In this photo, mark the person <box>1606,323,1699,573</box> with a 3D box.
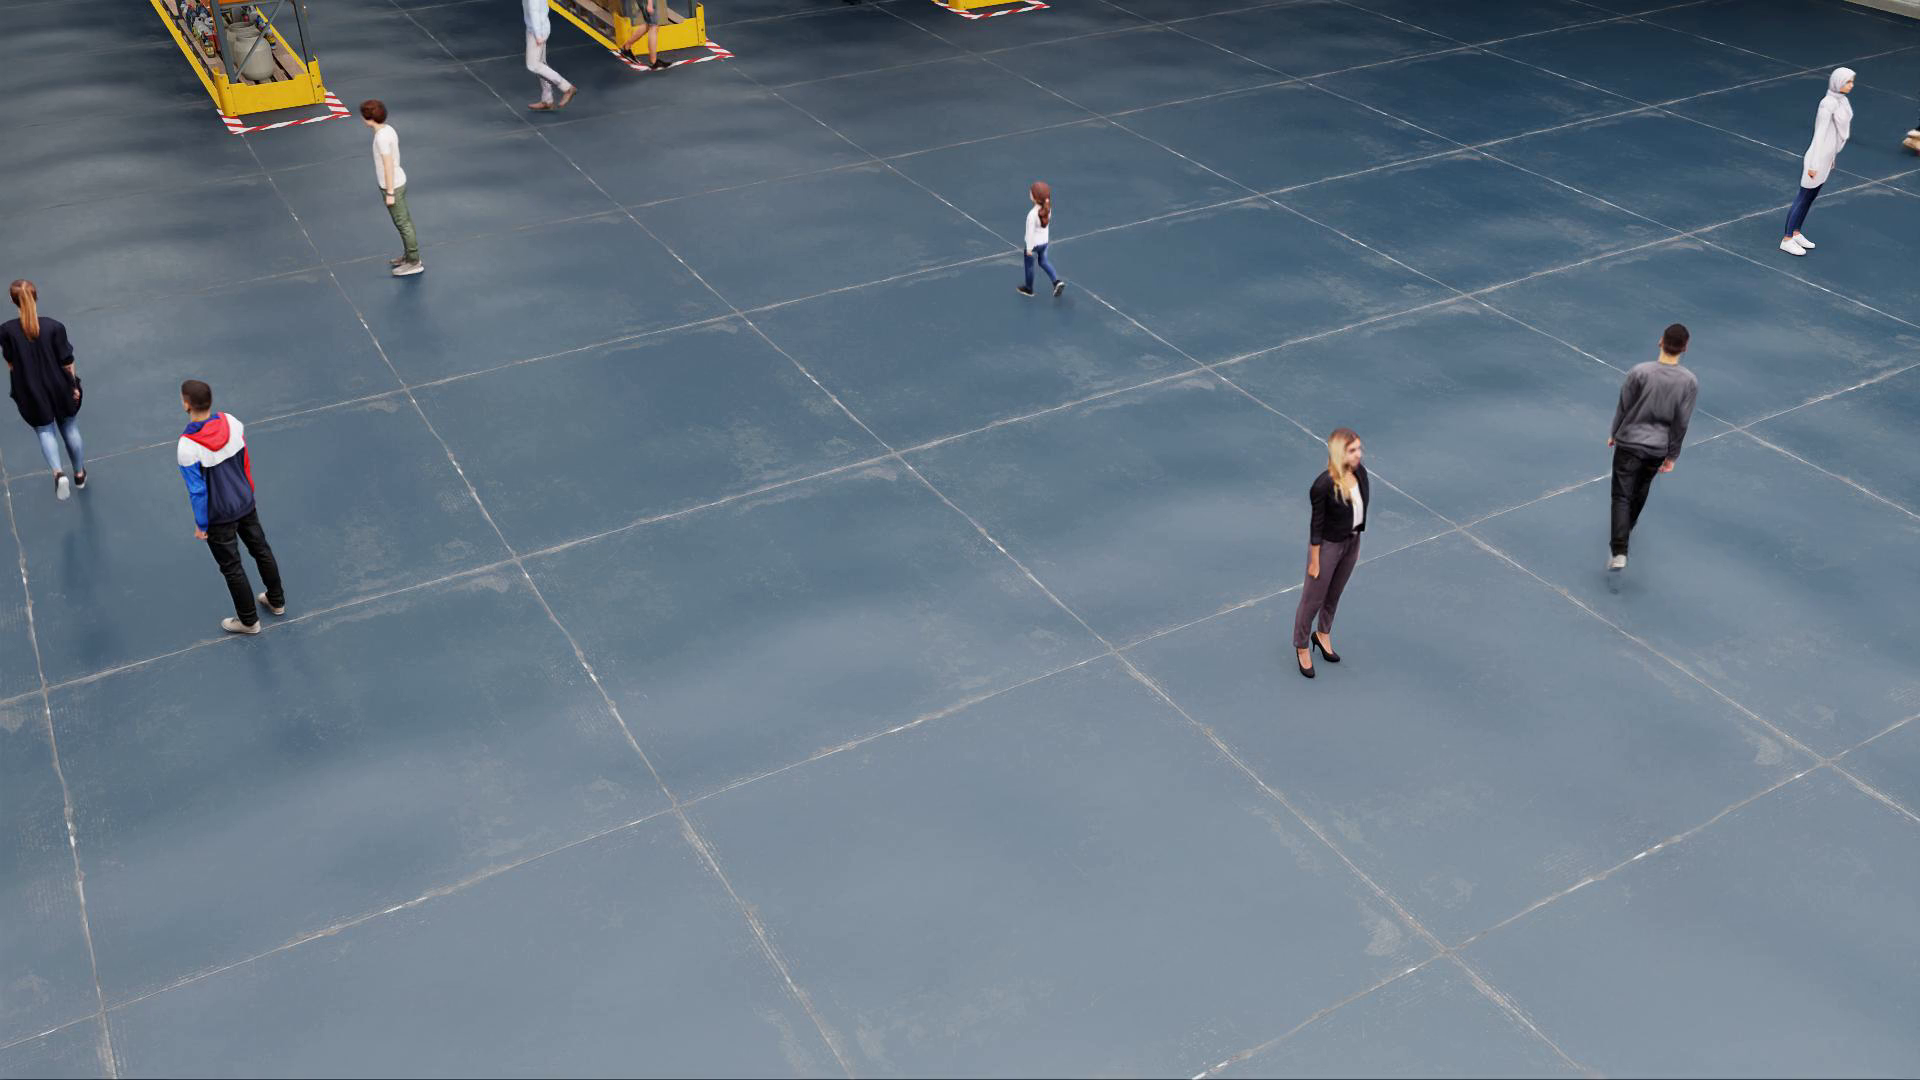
[{"bbox_3d":[4.566,-0.588,11.125,1.083,1.731,1.172,6,33,10],"label":"person"}]

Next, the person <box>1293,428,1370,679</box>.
[{"bbox_3d":[2.258,0.068,10.140,0.626,1.672,0.573,-23,39,-32],"label":"person"}]

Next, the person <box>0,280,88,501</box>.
[{"bbox_3d":[-6.530,-1.035,11.889,0.705,1.671,0.911,-12,34,-19],"label":"person"}]

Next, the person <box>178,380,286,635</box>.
[{"bbox_3d":[-4.632,-0.217,10.513,0.738,1.757,0.723,15,35,22],"label":"person"}]

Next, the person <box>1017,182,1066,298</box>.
[{"bbox_3d":[0.745,-2.709,15.077,0.759,1.103,0.569,25,40,34],"label":"person"}]

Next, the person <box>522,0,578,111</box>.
[{"bbox_3d":[-4.861,-5.964,19.508,0.876,1.879,0.883,-6,33,-9],"label":"person"}]

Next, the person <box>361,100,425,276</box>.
[{"bbox_3d":[-5.272,-3.296,15.490,0.692,1.654,0.568,-7,33,-11],"label":"person"}]

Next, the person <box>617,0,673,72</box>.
[{"bbox_3d":[-4.042,-6.829,20.929,0.813,1.827,0.877,-8,33,-13],"label":"person"}]

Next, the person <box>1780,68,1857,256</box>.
[{"bbox_3d":[8.221,-3.632,15.909,0.668,1.775,0.610,-27,41,-36],"label":"person"}]
